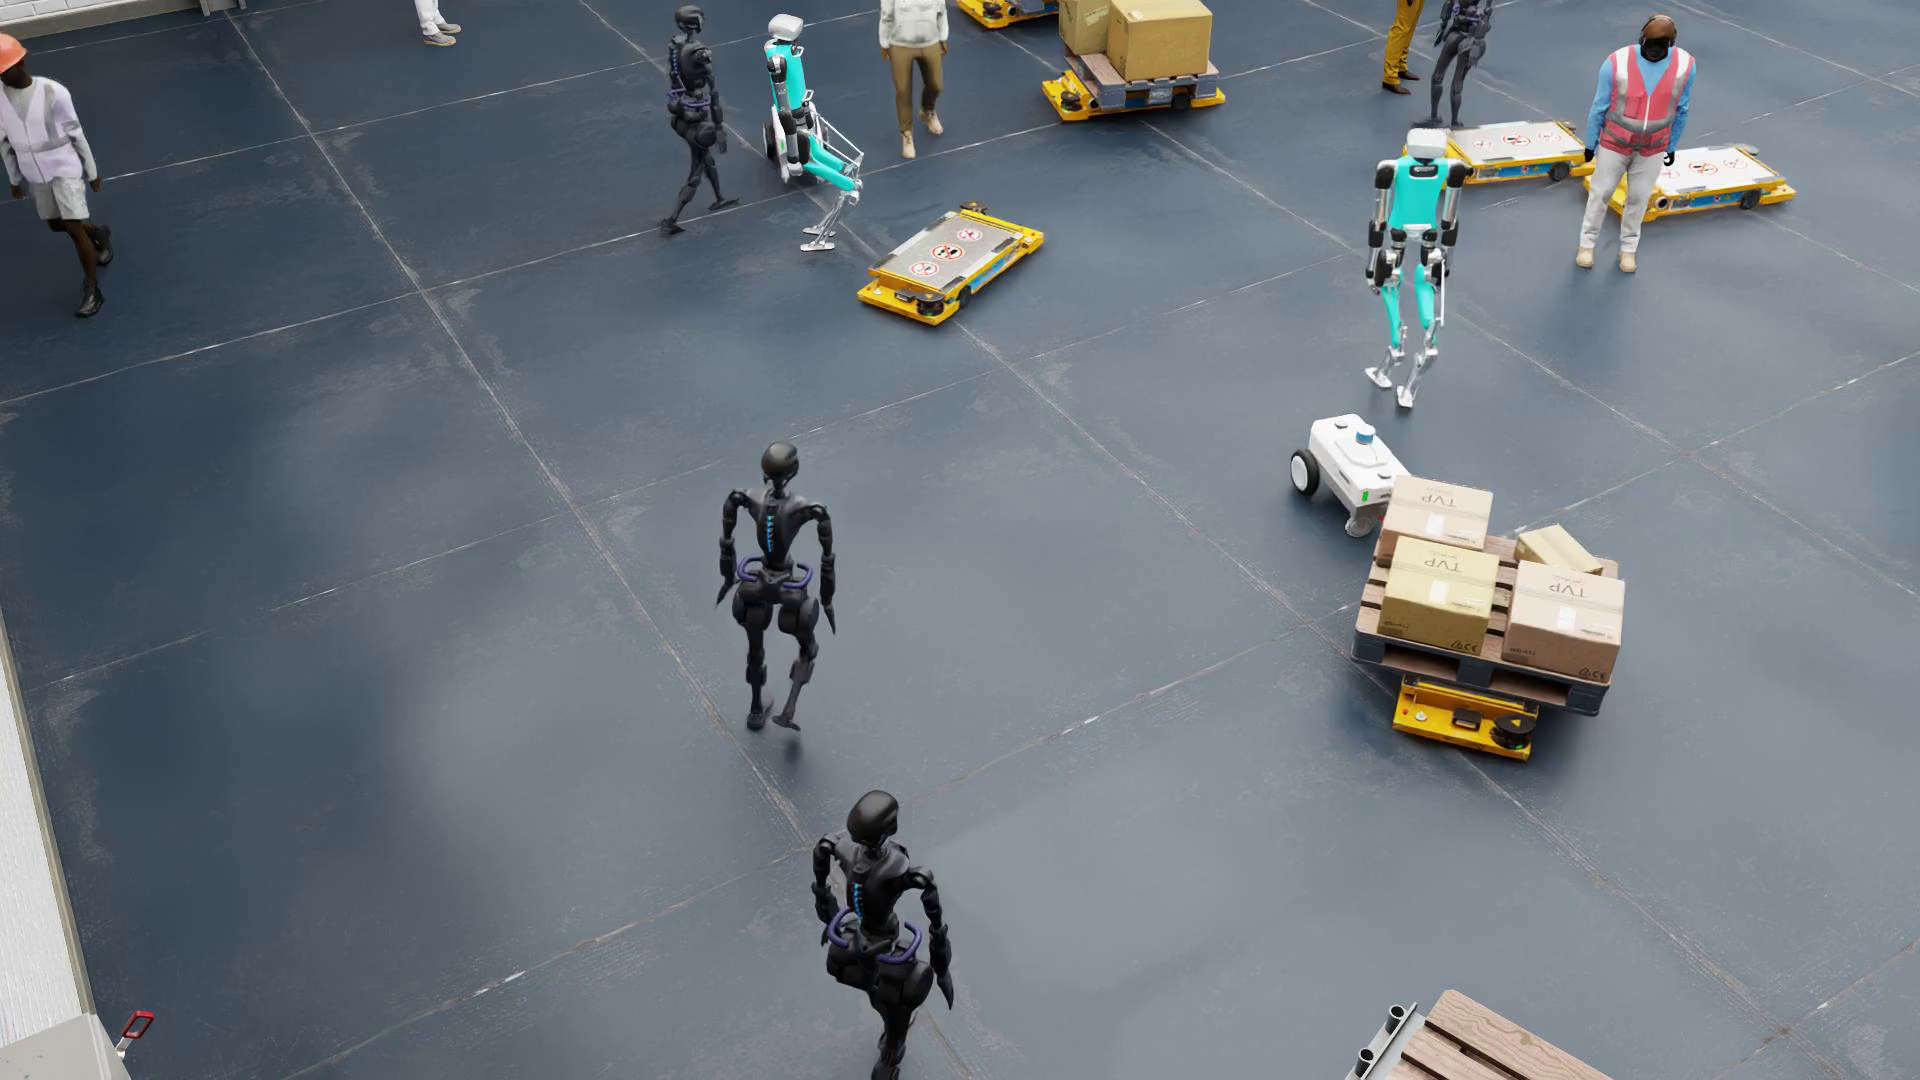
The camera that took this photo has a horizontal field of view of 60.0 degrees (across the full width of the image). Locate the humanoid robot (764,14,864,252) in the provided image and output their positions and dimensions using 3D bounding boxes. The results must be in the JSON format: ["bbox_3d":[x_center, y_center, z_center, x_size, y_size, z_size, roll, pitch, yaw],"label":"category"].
[{"bbox_3d":[-0.943,-2.798,11.533,0.735,1.677,0.533,3,39,4],"label":"humanoid robot"}]

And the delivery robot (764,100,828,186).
[{"bbox_3d":[-1.278,-3.167,13.072,0.499,0.613,0.807,-6,39,-8],"label":"delivery robot"}]

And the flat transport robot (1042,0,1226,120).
[{"bbox_3d":[1.474,-3.846,14.144,1.431,0.231,0.659,-9,39,-11],"label":"flat transport robot"}]

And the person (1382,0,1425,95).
[{"bbox_3d":[3.843,-4.657,13.974,0.342,1.752,0.525,19,42,22],"label":"person"}]

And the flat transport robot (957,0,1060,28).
[{"bbox_3d":[0.755,-5.171,15.816,1.431,0.231,0.659,-17,42,-21],"label":"flat transport robot"}]

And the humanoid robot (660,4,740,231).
[{"bbox_3d":[-1.967,-3.070,12.075,0.764,1.637,0.600,-28,46,-31],"label":"humanoid robot"}]

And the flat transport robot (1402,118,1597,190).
[{"bbox_3d":[4.303,-3.048,13.137,1.431,0.231,0.659,-8,39,-10],"label":"flat transport robot"}]

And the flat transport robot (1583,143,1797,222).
[{"bbox_3d":[5.600,-2.738,12.747,1.431,0.231,0.659,-10,39,-12],"label":"flat transport robot"}]

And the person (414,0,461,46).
[{"bbox_3d":[-4.791,-5.369,14.765,0.355,1.887,0.573,-1,38,-2],"label":"person"}]

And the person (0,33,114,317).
[{"bbox_3d":[-6.069,-2.513,11.145,0.544,1.901,0.841,-1,38,-1],"label":"person"}]

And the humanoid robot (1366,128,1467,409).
[{"bbox_3d":[2.729,-1.560,10.062,0.545,1.768,0.668,2,38,2],"label":"humanoid robot"}]

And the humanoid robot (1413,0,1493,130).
[{"bbox_3d":[4.004,-4.035,13.257,0.355,1.663,0.590,-13,40,-16],"label":"humanoid robot"}]

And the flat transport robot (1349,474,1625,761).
[{"bbox_3d":[2.683,0.534,8.618,0.659,0.231,1.431,13,40,15],"label":"flat transport robot"}]

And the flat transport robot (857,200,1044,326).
[{"bbox_3d":[-0.051,-1.979,11.789,0.659,0.231,1.431,22,43,26],"label":"flat transport robot"}]

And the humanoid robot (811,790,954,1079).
[{"bbox_3d":[-0.313,1.568,6.220,0.583,1.636,0.765,16,41,19],"label":"humanoid robot"}]

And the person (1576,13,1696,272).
[{"bbox_3d":[4.640,-2.741,11.495,0.638,1.831,0.430,6,39,8],"label":"person"}]

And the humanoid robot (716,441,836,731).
[{"bbox_3d":[-0.890,0.275,7.811,0.612,1.643,0.425,7,39,9],"label":"humanoid robot"}]

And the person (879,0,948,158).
[{"bbox_3d":[-0.369,-3.894,13.014,0.544,1.747,0.500,-7,39,-9],"label":"person"}]

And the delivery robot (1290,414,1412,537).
[{"bbox_3d":[2.287,-0.405,9.589,0.518,0.614,0.786,-11,40,-13],"label":"delivery robot"}]
